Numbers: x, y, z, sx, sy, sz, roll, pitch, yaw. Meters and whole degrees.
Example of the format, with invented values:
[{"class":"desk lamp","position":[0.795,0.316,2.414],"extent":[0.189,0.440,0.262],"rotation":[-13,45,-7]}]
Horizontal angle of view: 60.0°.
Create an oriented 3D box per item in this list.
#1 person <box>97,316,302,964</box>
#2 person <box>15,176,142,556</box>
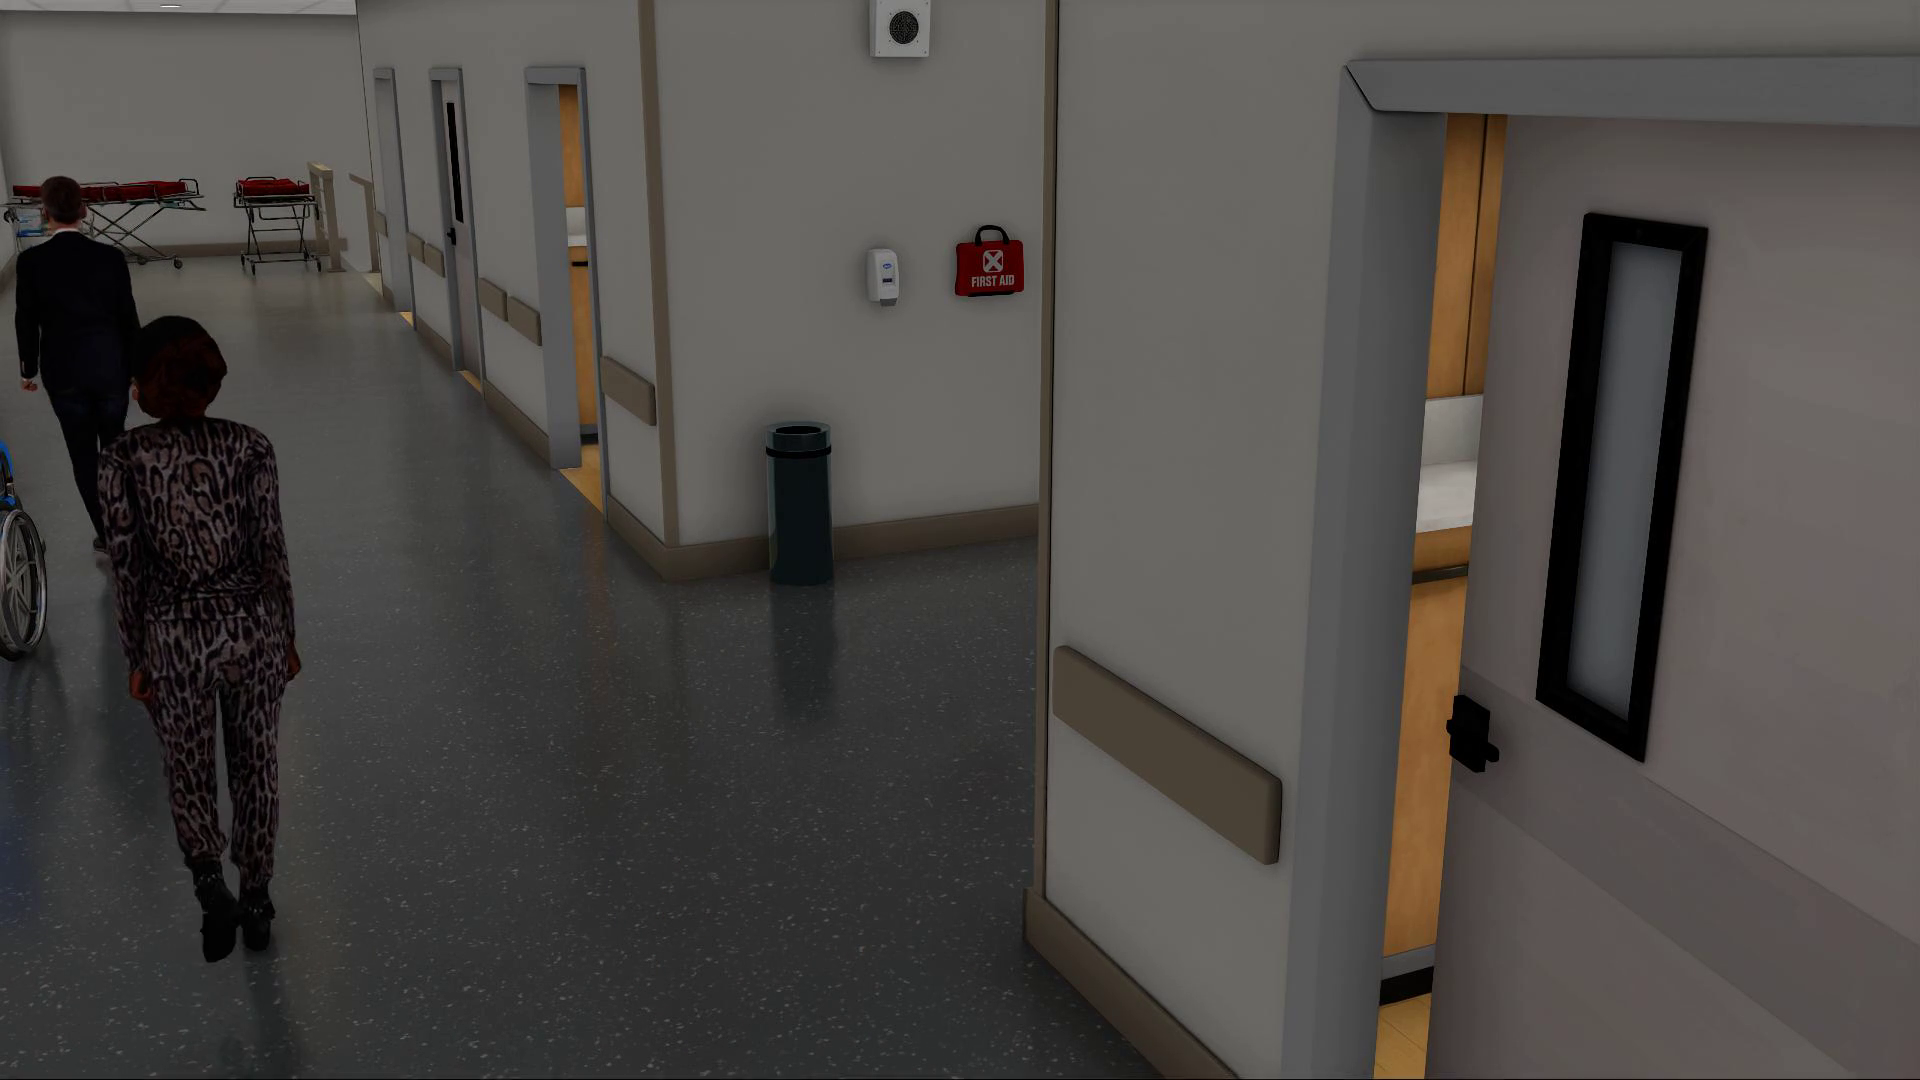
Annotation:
[{"class":"person","position":[-1.878,0.307,4.188],"extent":[0.557,1.704,0.808],"rotation":[-7,17,-24]},{"class":"person","position":[-4.189,-0.797,7.975],"extent":[0.849,1.774,1.185],"rotation":[-12,20,-37]}]
